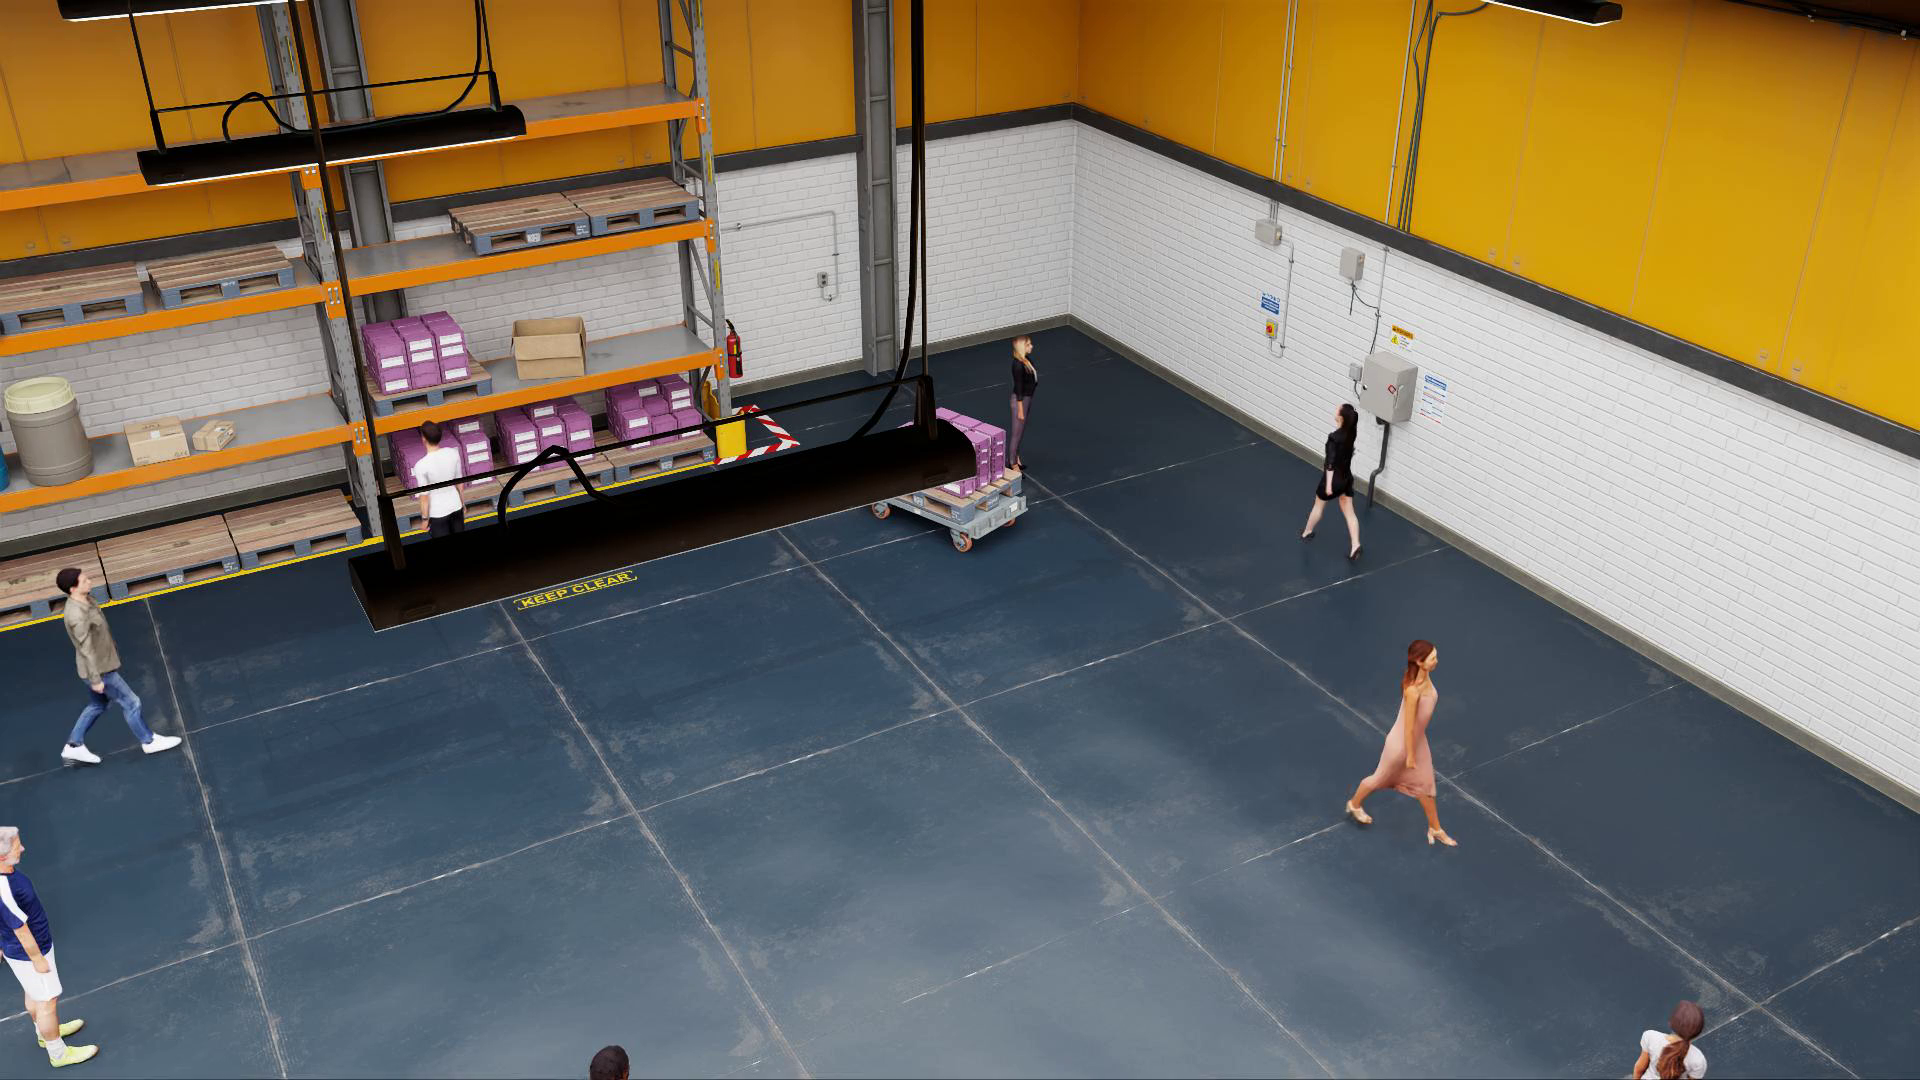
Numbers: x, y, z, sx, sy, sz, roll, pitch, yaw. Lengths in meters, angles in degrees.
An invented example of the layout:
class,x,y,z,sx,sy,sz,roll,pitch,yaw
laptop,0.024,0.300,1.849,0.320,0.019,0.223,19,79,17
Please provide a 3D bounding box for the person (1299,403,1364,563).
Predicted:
class,x,y,z,sx,sy,sz,roll,pitch,yaw
person,3.880,-0.549,16.770,1.004,1.655,0.764,-21,35,-33

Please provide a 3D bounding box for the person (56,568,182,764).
class,x,y,z,sx,sy,sz,roll,pitch,yaw
person,-7.154,1.057,13.627,1.142,1.845,0.748,-13,31,-23

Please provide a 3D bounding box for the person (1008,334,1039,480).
class,x,y,z,sx,sy,sz,roll,pitch,yaw
person,0.667,-1.506,18.508,0.727,1.671,0.689,4,29,7

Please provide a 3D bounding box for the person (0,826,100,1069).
class,x,y,z,sx,sy,sz,roll,pitch,yaw
person,-6.044,2.622,10.772,0.606,1.831,0.669,-22,35,-34

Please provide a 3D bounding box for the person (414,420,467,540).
class,x,y,z,sx,sy,sz,roll,pitch,yaw
person,-4.987,-0.298,16.104,0.803,1.851,0.651,20,35,32

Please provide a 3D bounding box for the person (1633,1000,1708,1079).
class,x,y,z,sx,sy,sz,roll,pitch,yaw
person,4.130,3.313,9.787,0.593,1.561,0.596,24,37,37

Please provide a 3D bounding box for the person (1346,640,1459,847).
class,x,y,z,sx,sy,sz,roll,pitch,yaw
person,3.343,1.550,12.793,1.027,1.779,1.159,17,33,28
